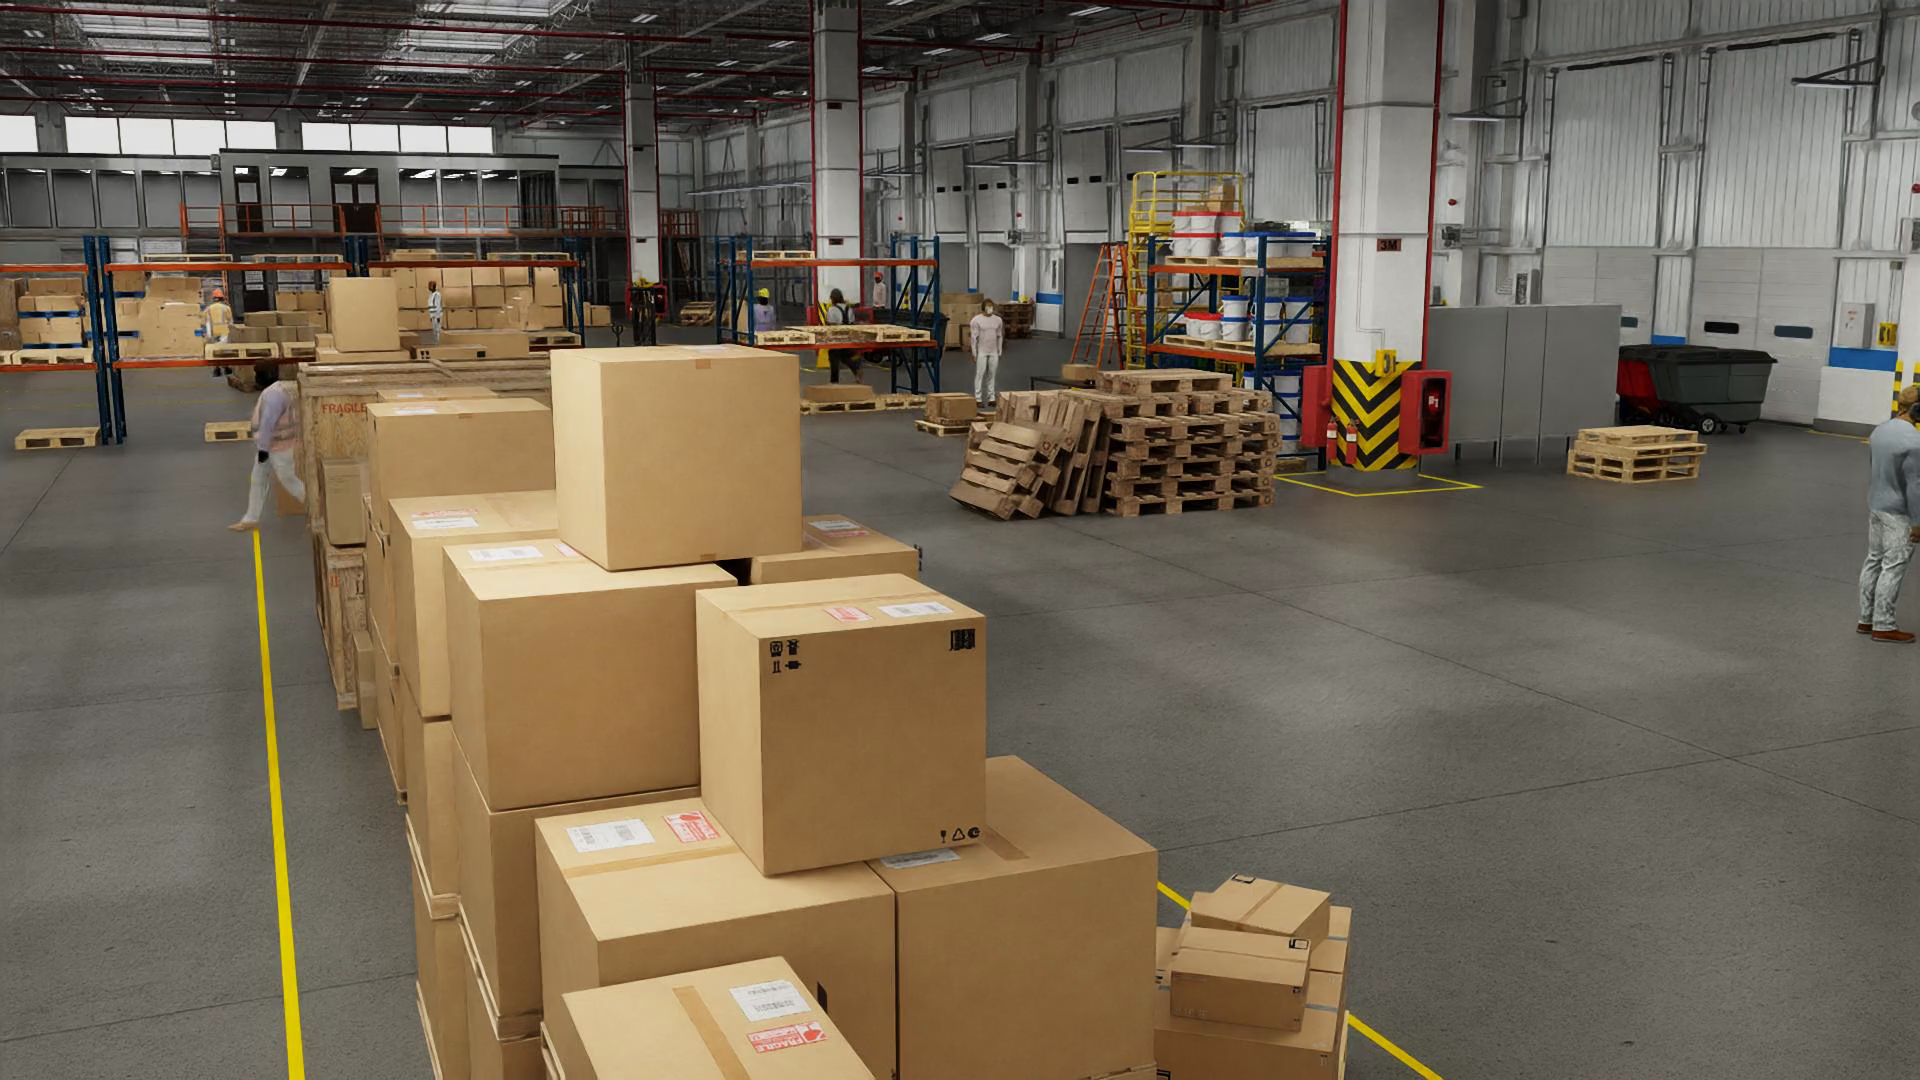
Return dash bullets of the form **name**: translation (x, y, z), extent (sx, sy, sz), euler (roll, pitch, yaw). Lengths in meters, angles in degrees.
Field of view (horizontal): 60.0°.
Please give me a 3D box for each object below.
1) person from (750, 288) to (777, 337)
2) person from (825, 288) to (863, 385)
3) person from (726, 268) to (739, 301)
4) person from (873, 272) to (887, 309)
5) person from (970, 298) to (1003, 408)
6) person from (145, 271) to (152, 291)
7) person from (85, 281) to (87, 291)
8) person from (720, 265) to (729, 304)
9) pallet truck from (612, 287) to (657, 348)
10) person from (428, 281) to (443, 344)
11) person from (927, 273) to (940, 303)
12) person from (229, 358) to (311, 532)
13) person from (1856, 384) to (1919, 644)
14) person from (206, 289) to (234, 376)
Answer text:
- **person**: translation (-4.282, -4.535, 36.339), extent (0.621, 1.910, 0.424), euler (-7, 12, -34)
- **person**: translation (-2.405, -4.096, 33.577), extent (0.733, 2.000, 0.692), euler (9, 13, 40)
- **person**: translation (-8.167, -8.772, 59.609), extent (0.390, 1.945, 0.603), euler (6, 12, 32)
- **person**: translation (-2.441, -7.080, 50.140), extent (0.371, 1.997, 0.622), euler (-7, 12, -33)
- **person**: translation (0.482, -3.317, 29.564), extent (0.630, 1.940, 0.370), euler (-5, 12, -27)
- **person**: translation (-27.122, -8.073, 55.903), extent (0.883, 1.885, 0.620), euler (3, 11, 14)
- **person**: translation (-26.774, -7.271, 51.474), extent (0.947, 1.907, 0.562), euler (4, 11, 19)
- **person**: translation (-10.654, -11.651, 75.837), extent (0.633, 1.822, 0.763), euler (-8, 13, -37)
- **pallet truck**: translation (-6.464, -4.406, 35.401), extent (0.823, 1.965, 1.885), euler (6, 12, 32)
- **person**: translation (-14.052, -6.004, 44.563), extent (0.352, 1.878, 0.568), euler (-8, 13, -39)
- **person**: translation (-0.869, -8.083, 56.071), extent (0.526, 1.856, 0.524), euler (-5, 12, -28)
- **person**: translation (-6.983, -0.970, 17.021), extent (0.949, 1.800, 0.623), euler (-6, 12, -30)
- **person**: translation (6.965, -0.194, 12.384), extent (0.377, 1.931, 0.636), euler (0, 10, 0)
- **person**: translation (-16.216, -4.537, 36.430), extent (0.546, 1.898, 0.980), euler (1, 10, 7)
